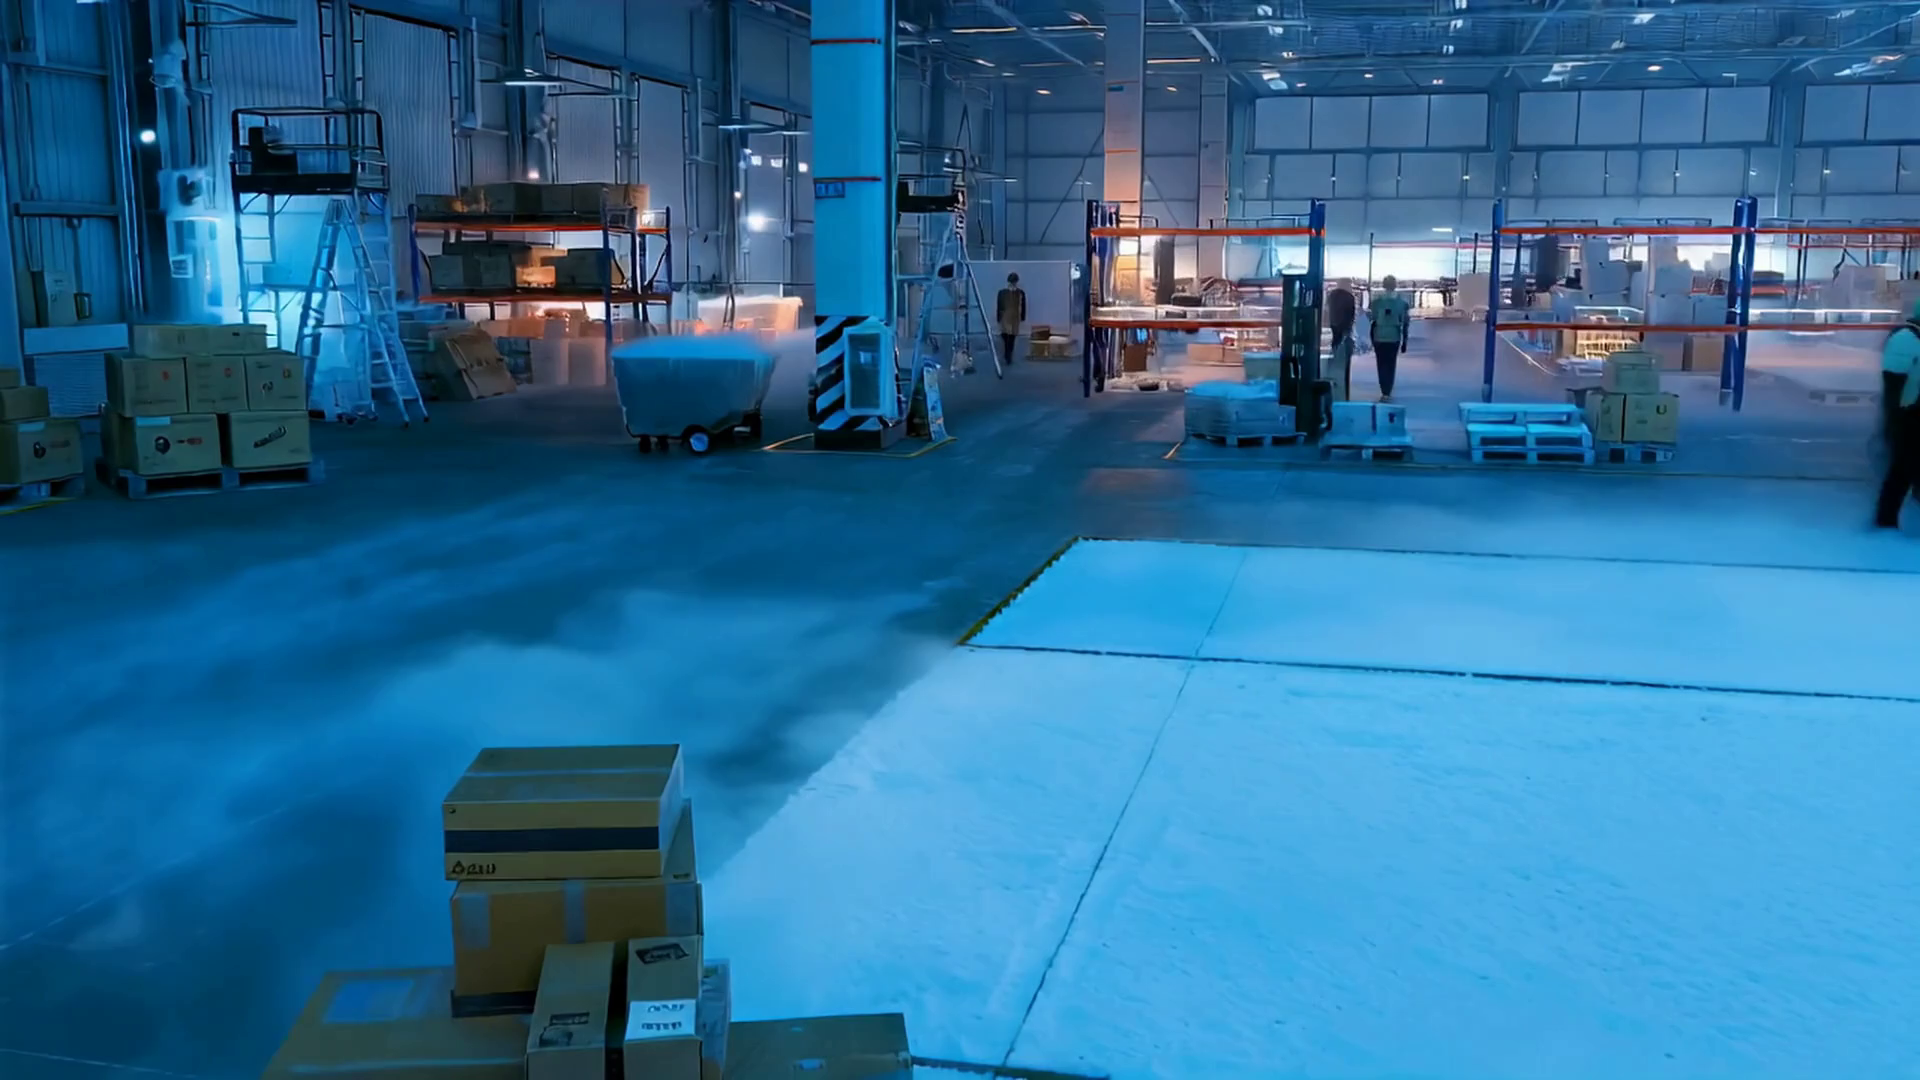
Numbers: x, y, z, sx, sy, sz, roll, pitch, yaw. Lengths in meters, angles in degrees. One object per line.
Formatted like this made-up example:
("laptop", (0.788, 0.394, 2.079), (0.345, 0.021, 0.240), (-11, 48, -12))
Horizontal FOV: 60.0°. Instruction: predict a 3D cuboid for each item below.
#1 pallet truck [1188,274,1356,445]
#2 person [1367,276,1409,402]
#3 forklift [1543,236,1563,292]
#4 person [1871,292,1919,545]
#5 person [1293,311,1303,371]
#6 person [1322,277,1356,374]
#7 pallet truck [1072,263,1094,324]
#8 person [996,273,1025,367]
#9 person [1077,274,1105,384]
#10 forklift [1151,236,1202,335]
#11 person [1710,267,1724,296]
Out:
("pallet truck", (3.653, -2.138, 19.590), (1.885, 1.965, 0.823), (-4, 10, -20))
("person", (6.518, -3.060, 25.301), (0.585, 1.904, 0.815), (4, 10, 21))
("forklift", (18.479, -8.084, 51.999), (1.873, 2.768, 1.129), (2, 10, 14))
("person", (7.248, -0.920, 12.291), (0.702, 2.000, 0.957), (-7, 12, -35))
("person", (6.625, -4.099, 31.911), (0.323, 1.736, 0.488), (6, 11, 31))
("person", (7.124, -4.014, 31.150), (0.508, 1.823, 0.622), (-6, 11, -30))
("pallet truck", (4.325, -8.180, 55.162), (0.823, 1.965, 1.885), (6, 11, 31))
("person", (1.024, -4.389, 33.224), (0.553, 1.874, 1.010), (-1, 10, -7))
("person", (2.249, -3.620, 28.620), (0.528, 1.903, 0.667), (-4, 10, -22))
("forklift", (5.866, -7.214, 46.878), (1.873, 2.768, 1.129), (2, 10, 14))
("person", (18.975, -5.874, 41.763), (0.354, 1.936, 0.635), (4, 10, 20))
